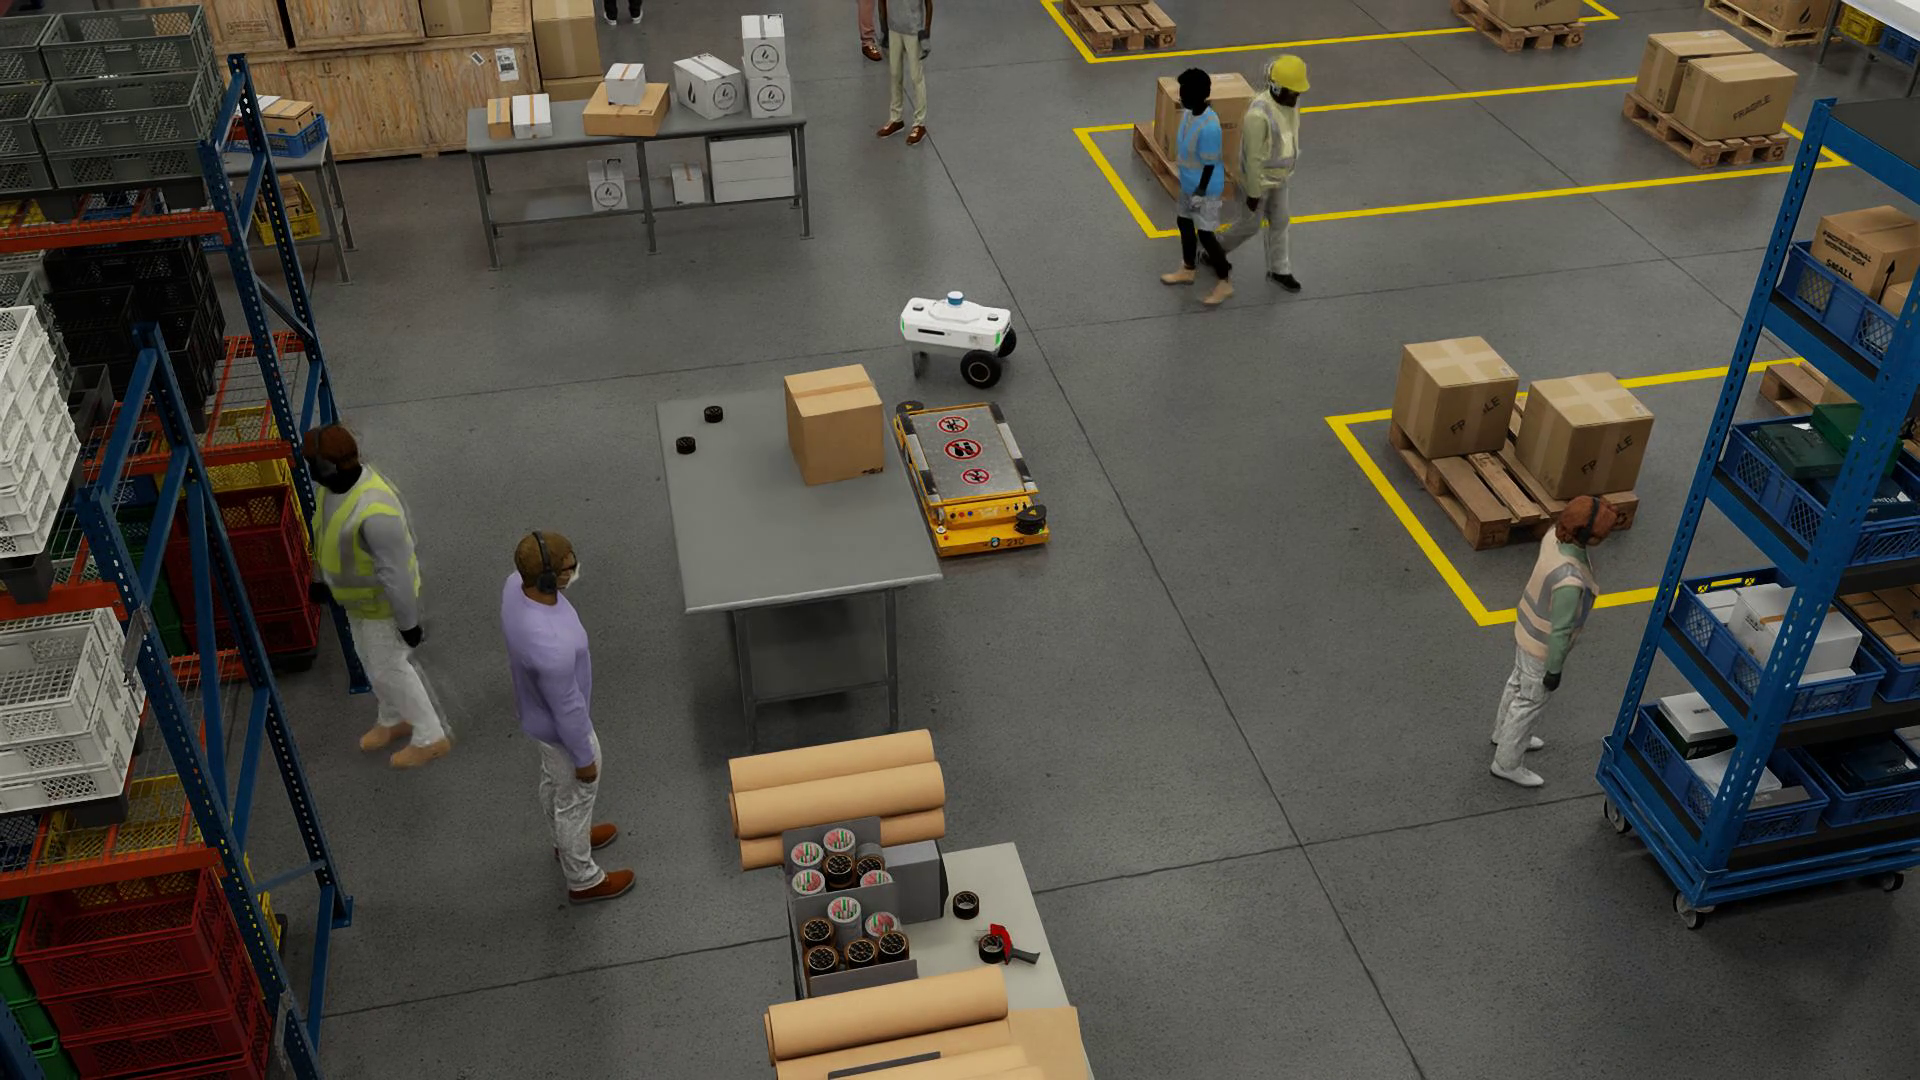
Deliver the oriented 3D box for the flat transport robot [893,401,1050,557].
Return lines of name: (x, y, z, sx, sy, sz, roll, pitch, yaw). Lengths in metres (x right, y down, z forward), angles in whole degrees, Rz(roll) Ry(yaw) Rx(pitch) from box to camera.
flat transport robot: (0.046, -0.430, 10.108, 0.652, 0.197, 1.431, -8, 37, -10)

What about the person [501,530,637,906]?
person: (-1.700, 0.765, 7.124, 0.363, 1.932, 0.630, -16, 40, -21)

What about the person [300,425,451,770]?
person: (-2.809, 0.269, 7.888, 0.501, 1.814, 0.669, -24, 43, -29)

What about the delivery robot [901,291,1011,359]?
delivery robot: (-0.031, -1.432, 11.143, 0.707, 0.478, 0.477, 9, 38, 12)

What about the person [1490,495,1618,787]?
person: (2.745, 0.466, 7.772, 0.321, 1.631, 0.526, 7, 37, 9)

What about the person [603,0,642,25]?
person: (-3.369, -6.014, 16.258, 0.597, 1.907, 0.408, -11, 38, -14)

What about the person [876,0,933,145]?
person: (-0.462, -4.243, 13.912, 0.519, 1.861, 0.335, 22, 42, 27)

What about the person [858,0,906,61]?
person: (-0.741, -5.493, 15.553, 0.407, 1.908, 0.641, 29, 45, 33)

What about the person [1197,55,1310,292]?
person: (2.124, -2.625, 11.801, 0.750, 1.789, 0.649, 23, 42, 28)

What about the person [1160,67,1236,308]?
person: (1.722, -2.480, 11.692, 0.475, 1.678, 0.675, -8, 37, -10)
